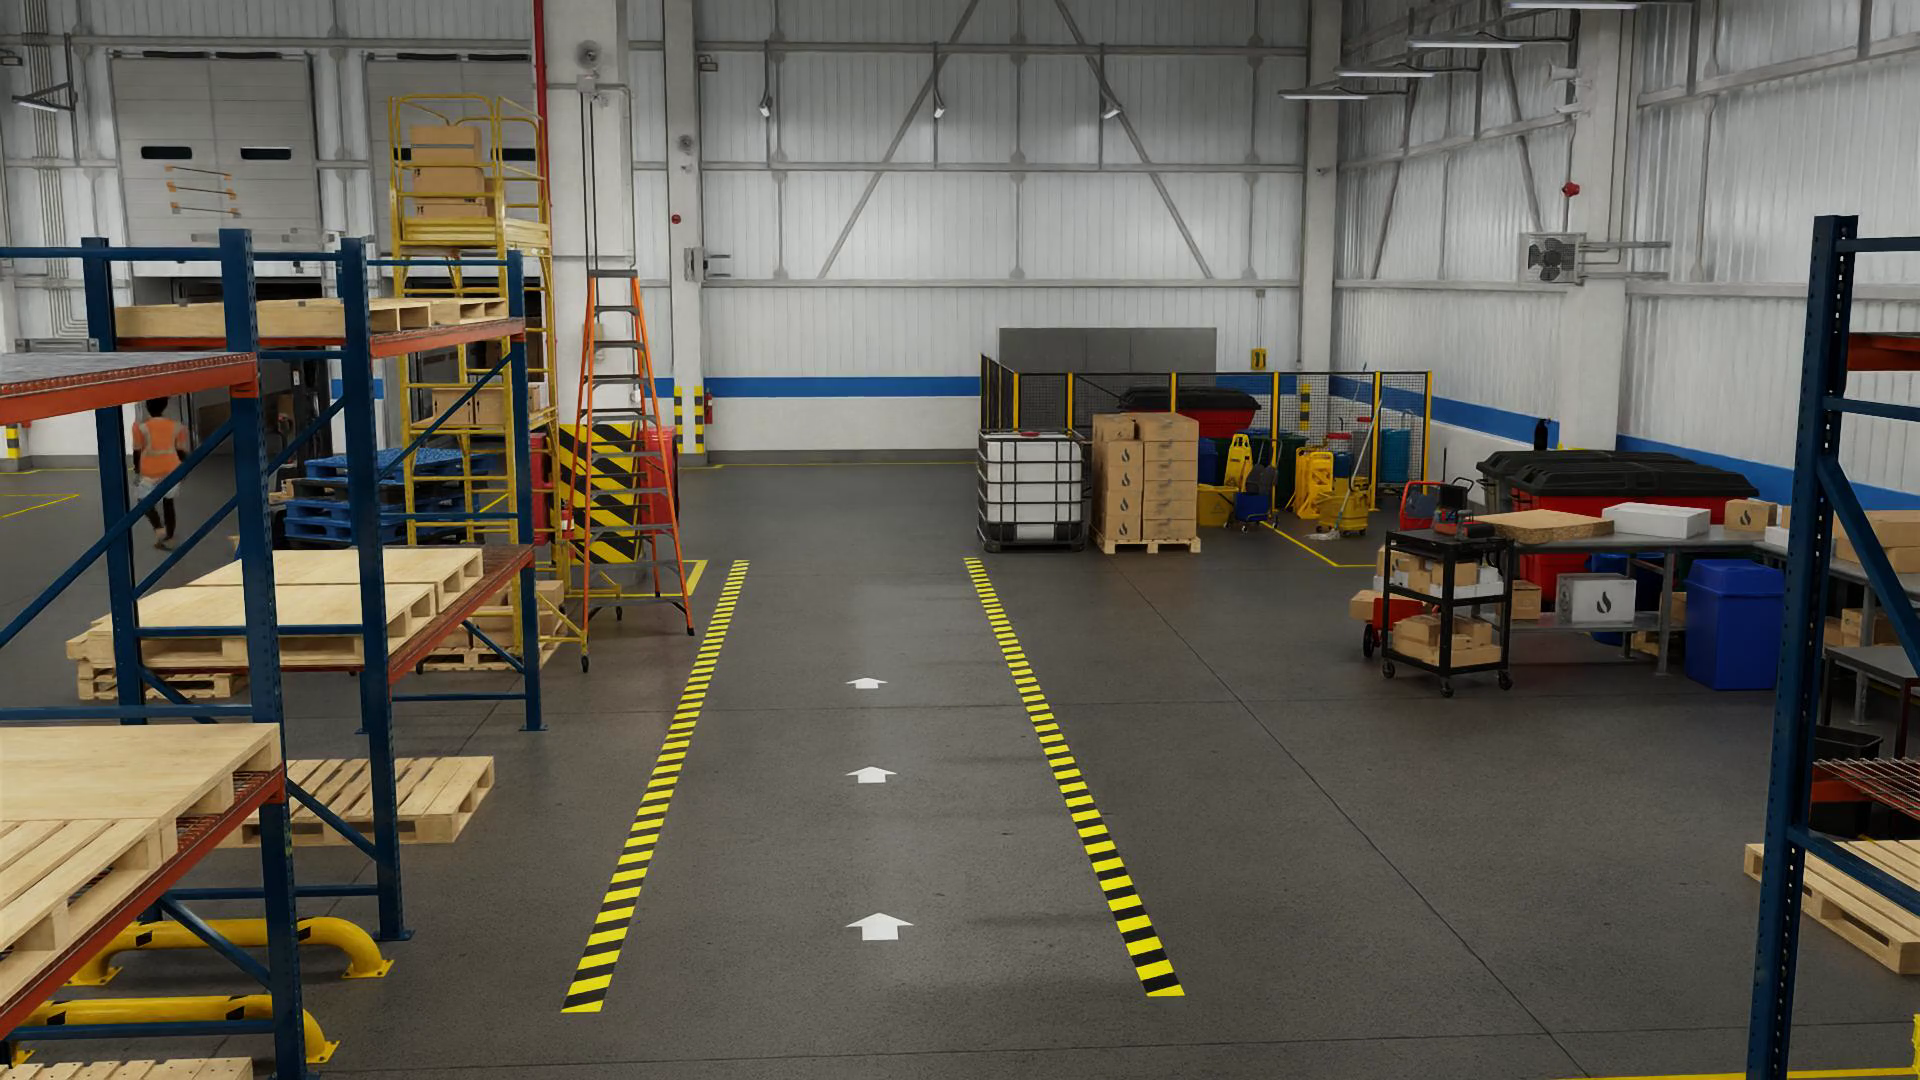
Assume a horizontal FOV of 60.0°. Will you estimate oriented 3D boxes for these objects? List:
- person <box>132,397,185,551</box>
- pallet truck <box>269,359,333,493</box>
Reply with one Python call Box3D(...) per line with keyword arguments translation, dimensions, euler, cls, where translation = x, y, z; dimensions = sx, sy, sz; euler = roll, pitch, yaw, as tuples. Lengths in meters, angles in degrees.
Box3D(translation=(-8.341, -0.711, 17.319), dimensions=(0.358, 1.683, 0.561), euler=(8, 12, 41), cls="person")
Box3D(translation=(-7.062, -1.131, 18.996), dimensions=(1.885, 1.965, 0.823), euler=(2, 9, 13), cls="pallet truck")
